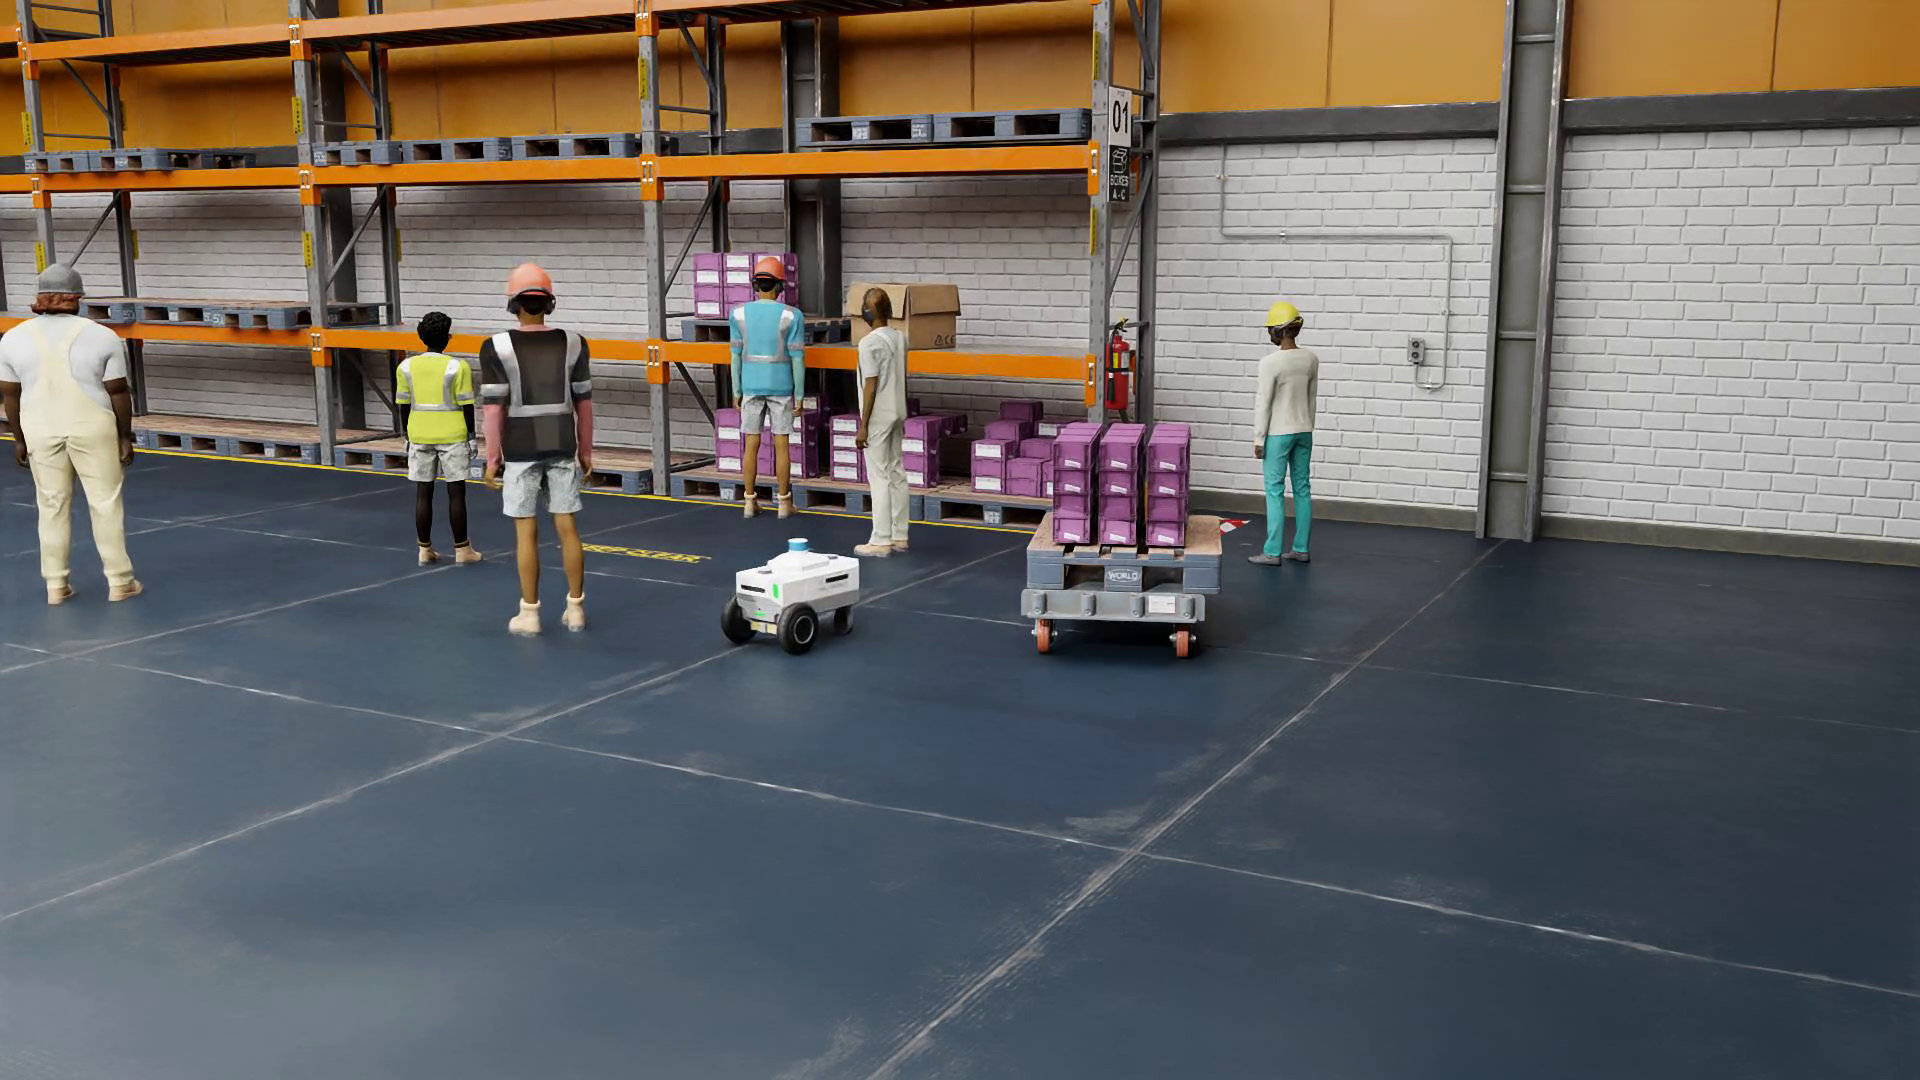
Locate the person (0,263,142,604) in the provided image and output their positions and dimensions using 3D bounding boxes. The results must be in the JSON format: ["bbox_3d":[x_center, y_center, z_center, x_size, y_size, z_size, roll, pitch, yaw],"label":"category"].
[{"bbox_3d":[-5.318,-0.642,9.994,0.688,2.000,0.536,-2,11,-13],"label":"person"}]

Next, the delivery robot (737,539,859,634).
[{"bbox_3d":[-0.868,0.236,8.998,0.477,0.478,0.707,8,13,37],"label":"delivery robot"}]

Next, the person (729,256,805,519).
[{"bbox_3d":[-1.483,-1.175,12.951,0.603,2.037,0.394,2,10,9],"label":"person"}]

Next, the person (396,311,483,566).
[{"bbox_3d":[-3.462,-0.666,11.067,0.539,1.695,0.319,2,10,9],"label":"person"}]

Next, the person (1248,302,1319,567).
[{"bbox_3d":[2.156,-0.700,11.093,0.524,1.761,0.338,-7,12,-32],"label":"person"}]

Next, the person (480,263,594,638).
[{"bbox_3d":[-2.323,-0.488,9.145,0.615,2.040,0.391,-6,12,-32],"label":"person"}]

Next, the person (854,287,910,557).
[{"bbox_3d":[-0.537,-0.803,11.415,0.326,1.841,0.515,6,12,31],"label":"person"}]
